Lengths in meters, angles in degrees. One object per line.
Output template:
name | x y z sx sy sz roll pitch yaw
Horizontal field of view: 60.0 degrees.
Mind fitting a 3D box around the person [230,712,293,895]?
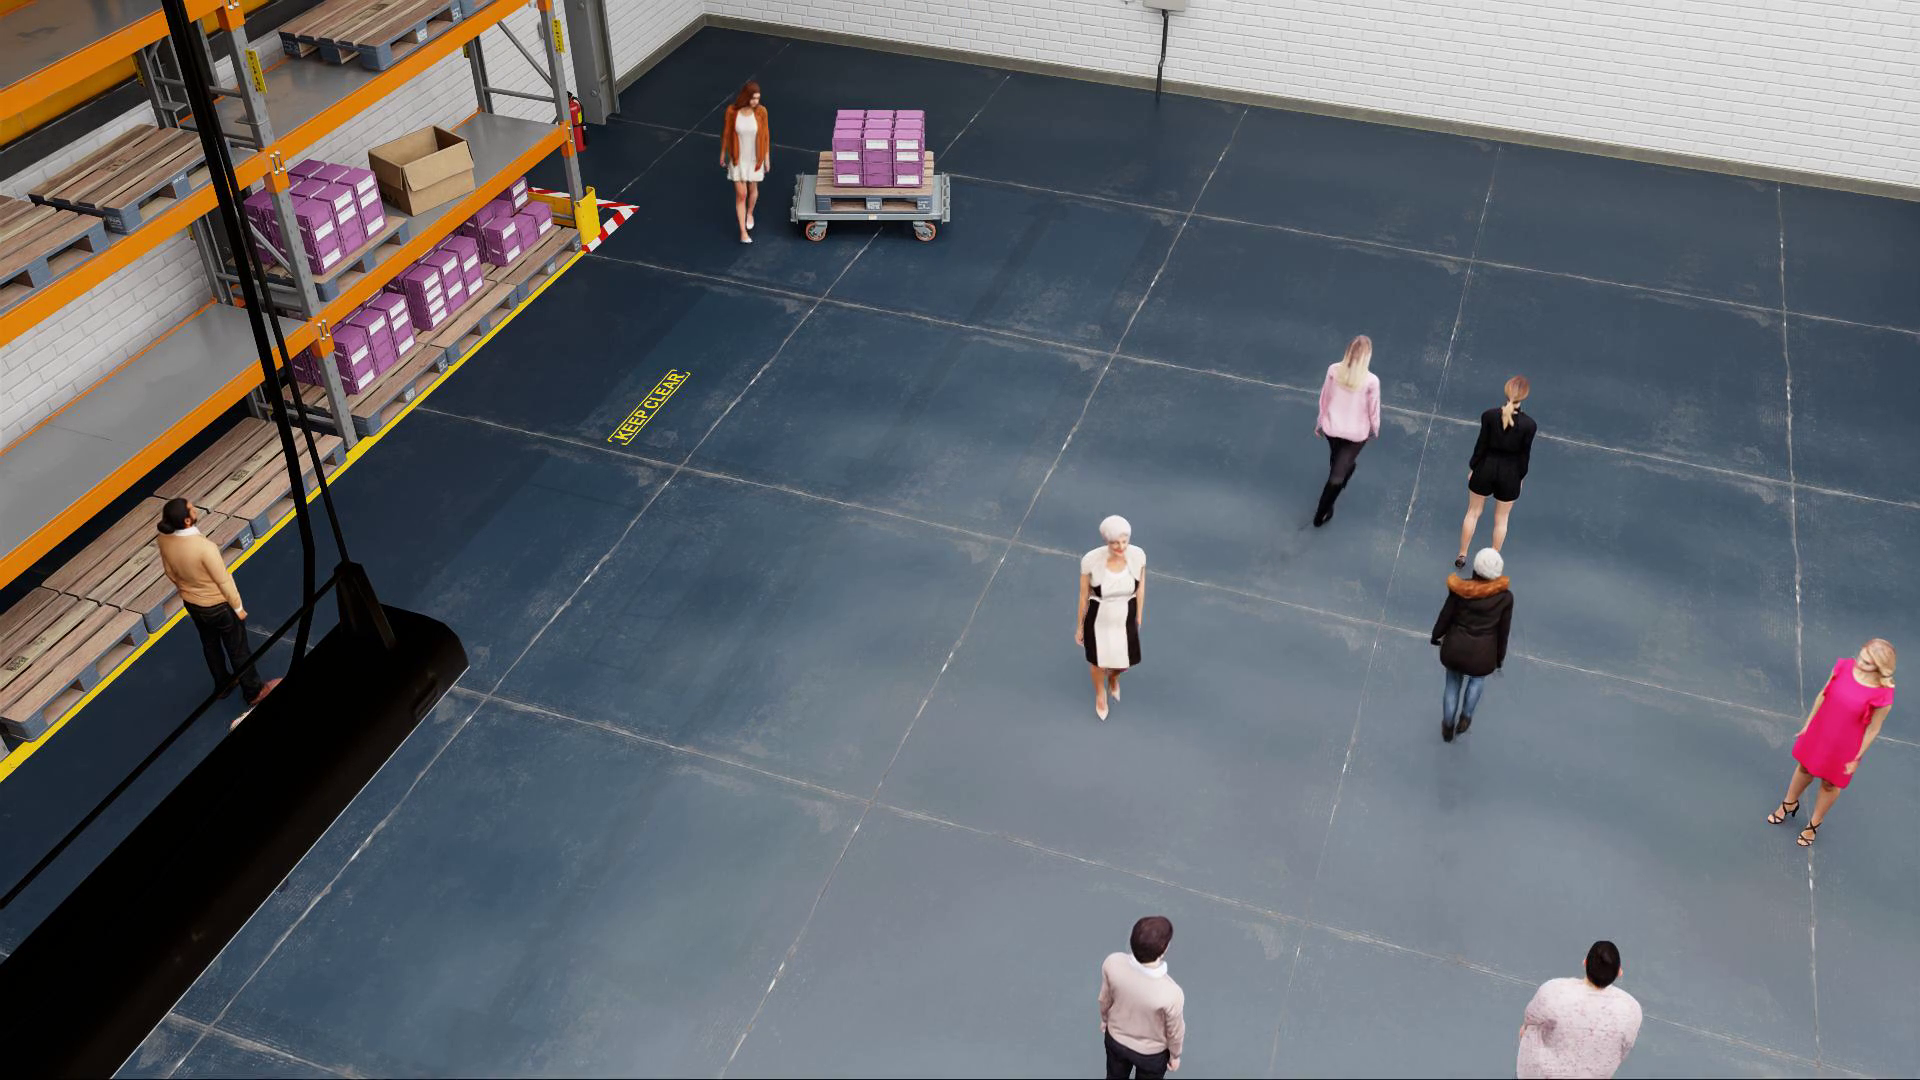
person | -4.383 1.557 10.498 0.630 1.270 0.924 3 39 4

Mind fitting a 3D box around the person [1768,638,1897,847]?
person | 5.555 1.249 10.520 0.716 1.726 0.666 -19 42 -22

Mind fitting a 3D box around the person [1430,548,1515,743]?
person | 3.441 0.759 11.210 0.657 1.629 0.636 11 40 13

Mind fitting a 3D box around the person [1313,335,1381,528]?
person | 3.009 -0.821 13.172 0.822 1.650 1.114 25 45 28

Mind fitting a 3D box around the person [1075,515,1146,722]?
person | 1.014 0.490 11.457 0.765 1.742 0.818 -3 39 -3

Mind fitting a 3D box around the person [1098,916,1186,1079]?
person | 0.937 2.611 8.748 0.678 1.807 0.619 23 44 26

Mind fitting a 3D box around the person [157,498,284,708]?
person | -5.194 0.425 11.527 0.648 1.754 0.552 13 40 16

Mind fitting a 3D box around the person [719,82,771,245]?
person | -2.188 -3.939 17.067 0.980 1.661 1.114 -5 39 -6

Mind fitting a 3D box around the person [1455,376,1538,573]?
person | 4.073 -0.483 12.654 0.573 1.767 0.510 13 41 16

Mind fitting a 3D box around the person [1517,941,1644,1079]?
person | 3.159 2.741 8.647 0.728 1.730 0.720 8 39 10
